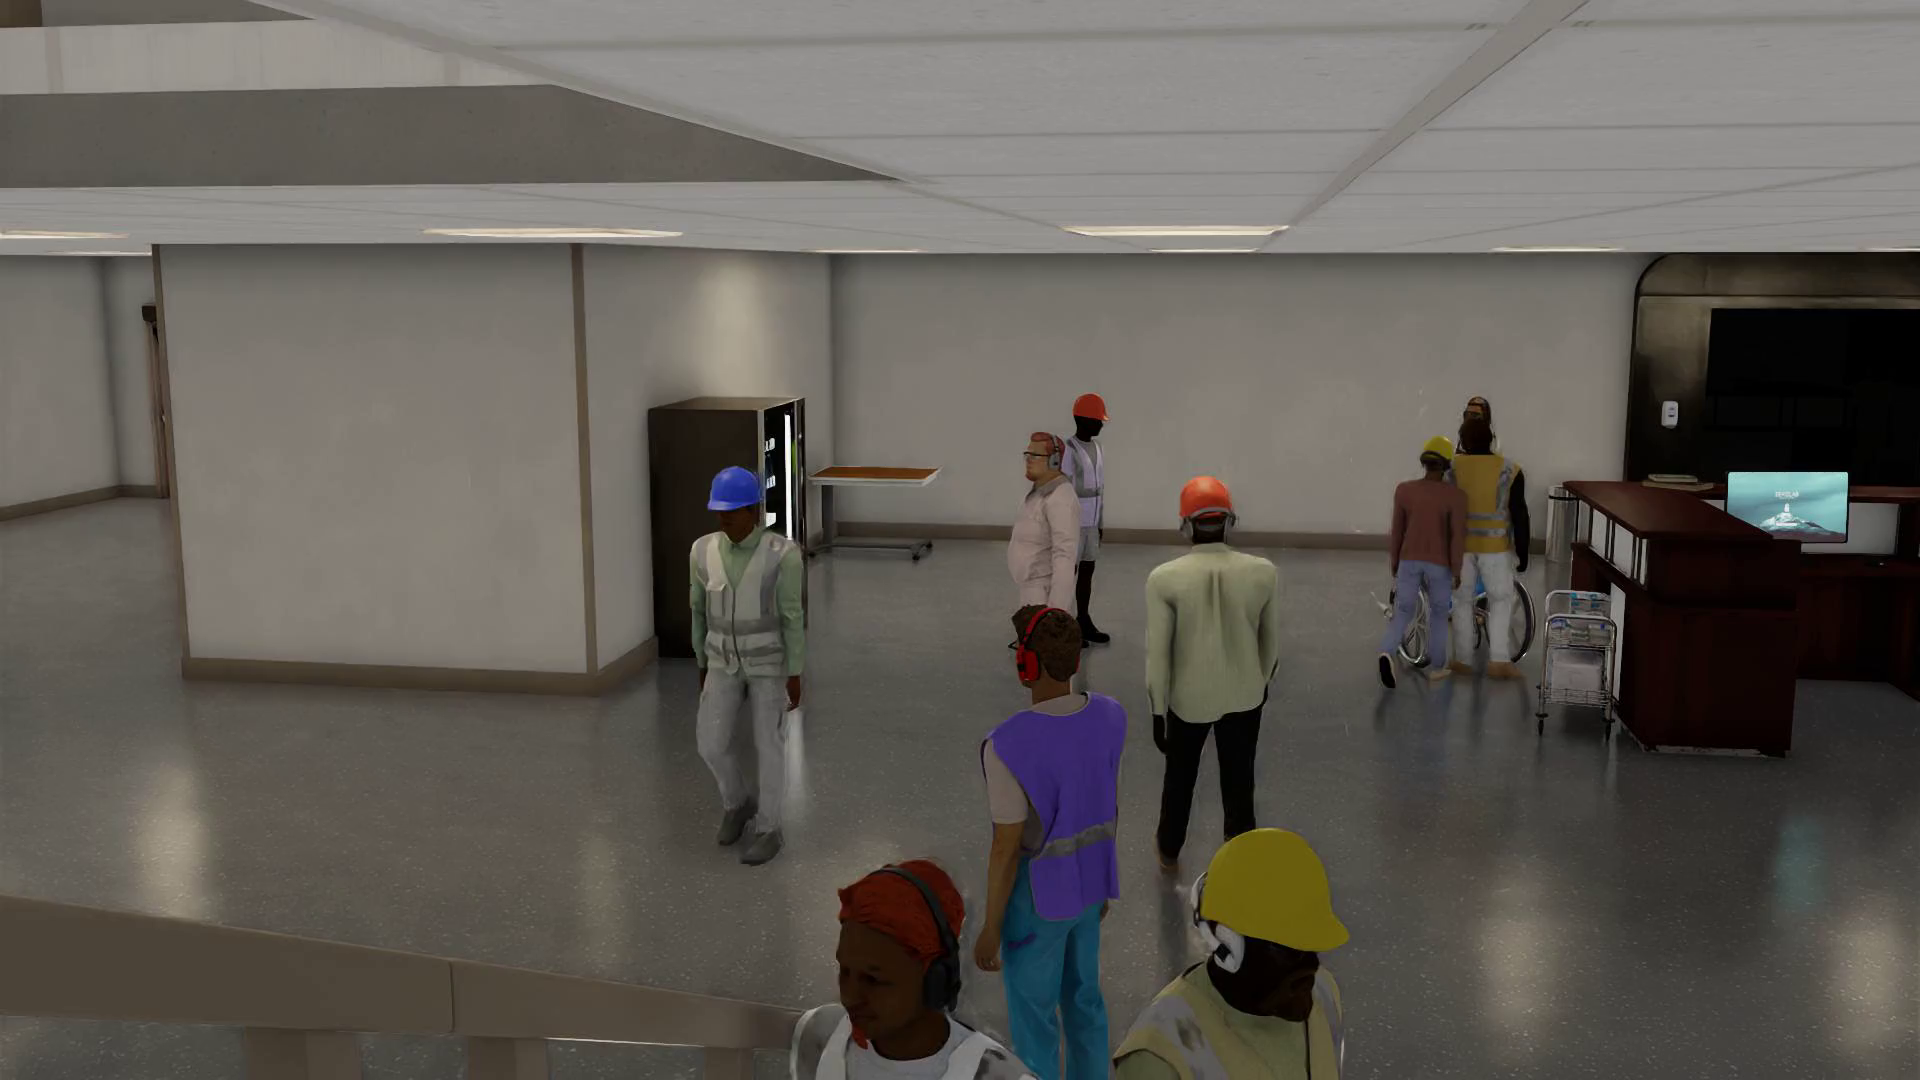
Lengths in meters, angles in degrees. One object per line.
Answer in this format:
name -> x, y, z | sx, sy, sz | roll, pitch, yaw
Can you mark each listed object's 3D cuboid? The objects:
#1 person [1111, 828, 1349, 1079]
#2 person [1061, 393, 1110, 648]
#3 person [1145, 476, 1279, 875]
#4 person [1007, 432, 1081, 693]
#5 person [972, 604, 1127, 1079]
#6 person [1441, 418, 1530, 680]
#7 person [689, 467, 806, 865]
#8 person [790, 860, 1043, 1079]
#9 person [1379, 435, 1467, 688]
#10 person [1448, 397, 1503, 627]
person -> 0.542, 1.428, 3.225 | 0.590, 1.823, 0.405 | -9, 13, -43
person -> 0.941, -0.147, 12.603 | 0.390, 1.929, 0.545 | 8, 12, 39
person -> 1.121, 0.682, 7.444 | 0.626, 1.935, 1.036 | 0, 9, 0
person -> 0.480, 0.313, 9.806 | 0.409, 1.913, 0.651 | -2, 9, -12
person -> 0.283, 1.111, 5.096 | 0.389, 1.846, 0.567 | 9, 13, 43
person -> 3.646, 0.064, 11.655 | 0.700, 1.825, 0.488 | 3, 10, 18
person -> -1.018, 0.604, 7.961 | 0.623, 1.933, 0.442 | 3, 10, 15
person -> -0.114, 1.461, 2.843 | 0.599, 1.871, 0.429 | 7, 11, 36
person -> 3.145, 0.156, 11.365 | 0.537, 1.731, 0.798 | 6, 11, 34
person -> 4.100, -0.226, 13.324 | 0.334, 1.846, 0.513 | -4, 10, -23
